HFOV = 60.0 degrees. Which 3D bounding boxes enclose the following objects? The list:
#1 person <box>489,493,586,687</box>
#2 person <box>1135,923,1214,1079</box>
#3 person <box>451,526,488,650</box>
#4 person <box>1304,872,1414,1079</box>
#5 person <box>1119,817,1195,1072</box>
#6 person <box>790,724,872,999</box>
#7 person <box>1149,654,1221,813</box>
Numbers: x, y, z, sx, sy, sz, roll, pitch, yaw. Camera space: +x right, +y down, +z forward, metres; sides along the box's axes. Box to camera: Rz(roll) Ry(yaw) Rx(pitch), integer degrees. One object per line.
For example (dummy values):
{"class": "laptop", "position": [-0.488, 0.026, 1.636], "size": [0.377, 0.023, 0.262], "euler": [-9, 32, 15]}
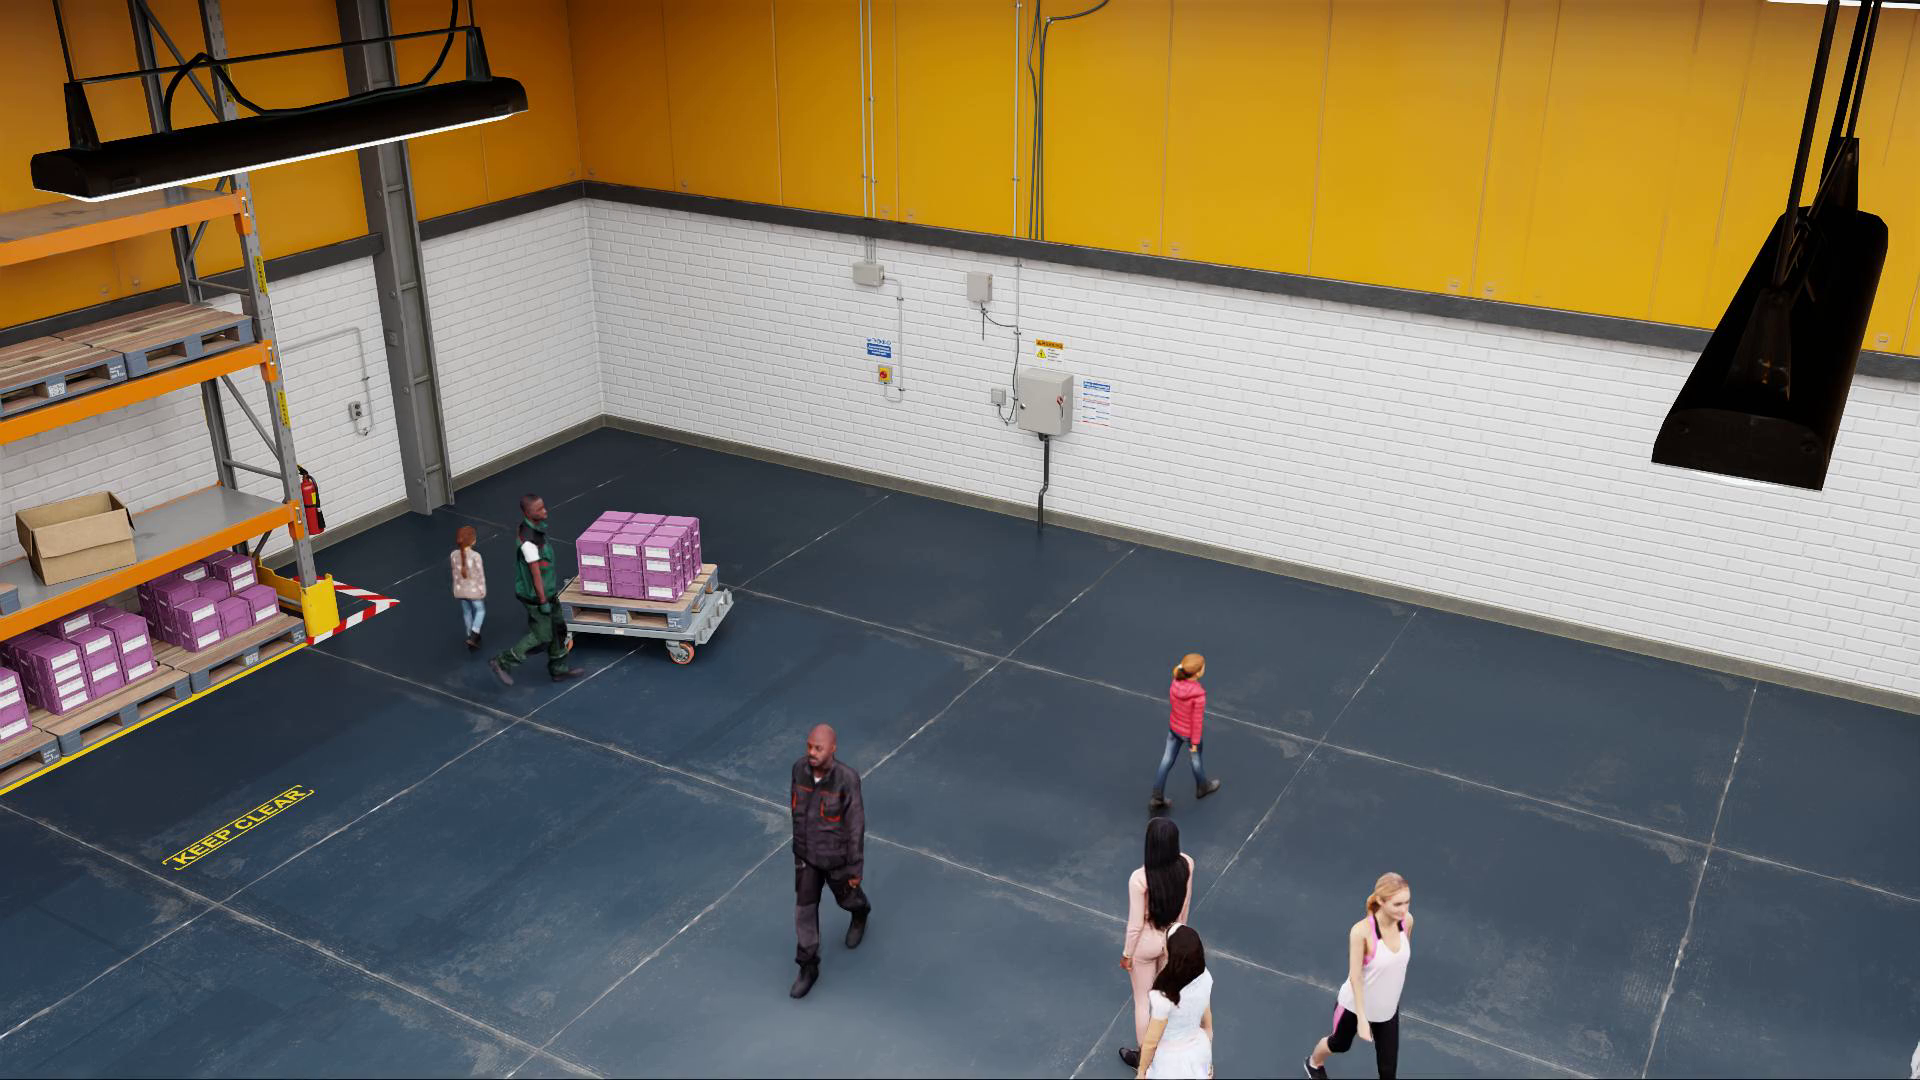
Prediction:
{"class": "person", "position": [-3.662, 0.468, 14.133], "size": [1.108, 1.823, 1.083], "euler": [-5, 24, -12]}
{"class": "person", "position": [1.208, 2.869, 8.709], "size": [1.206, 1.769, 0.943], "euler": [-21, 31, -39]}
{"class": "person", "position": [-4.433, 0.460, 14.950], "size": [0.597, 1.184, 0.680], "euler": [3, 24, 6]}
{"class": "person", "position": [2.235, 2.585, 9.387], "size": [1.135, 1.747, 1.132], "euler": [-9, 25, -19]}
{"class": "person", "position": [1.162, 2.393, 9.858], "size": [0.620, 1.720, 0.757], "euler": [-15, 28, -30]}
{"class": "person", "position": [-0.814, 1.954, 10.745], "size": [0.826, 1.815, 1.223], "euler": [9, 25, 19]}
{"class": "person", "position": [1.636, 1.470, 12.510], "size": [0.964, 1.287, 0.722], "euler": [-17, 29, -34]}
